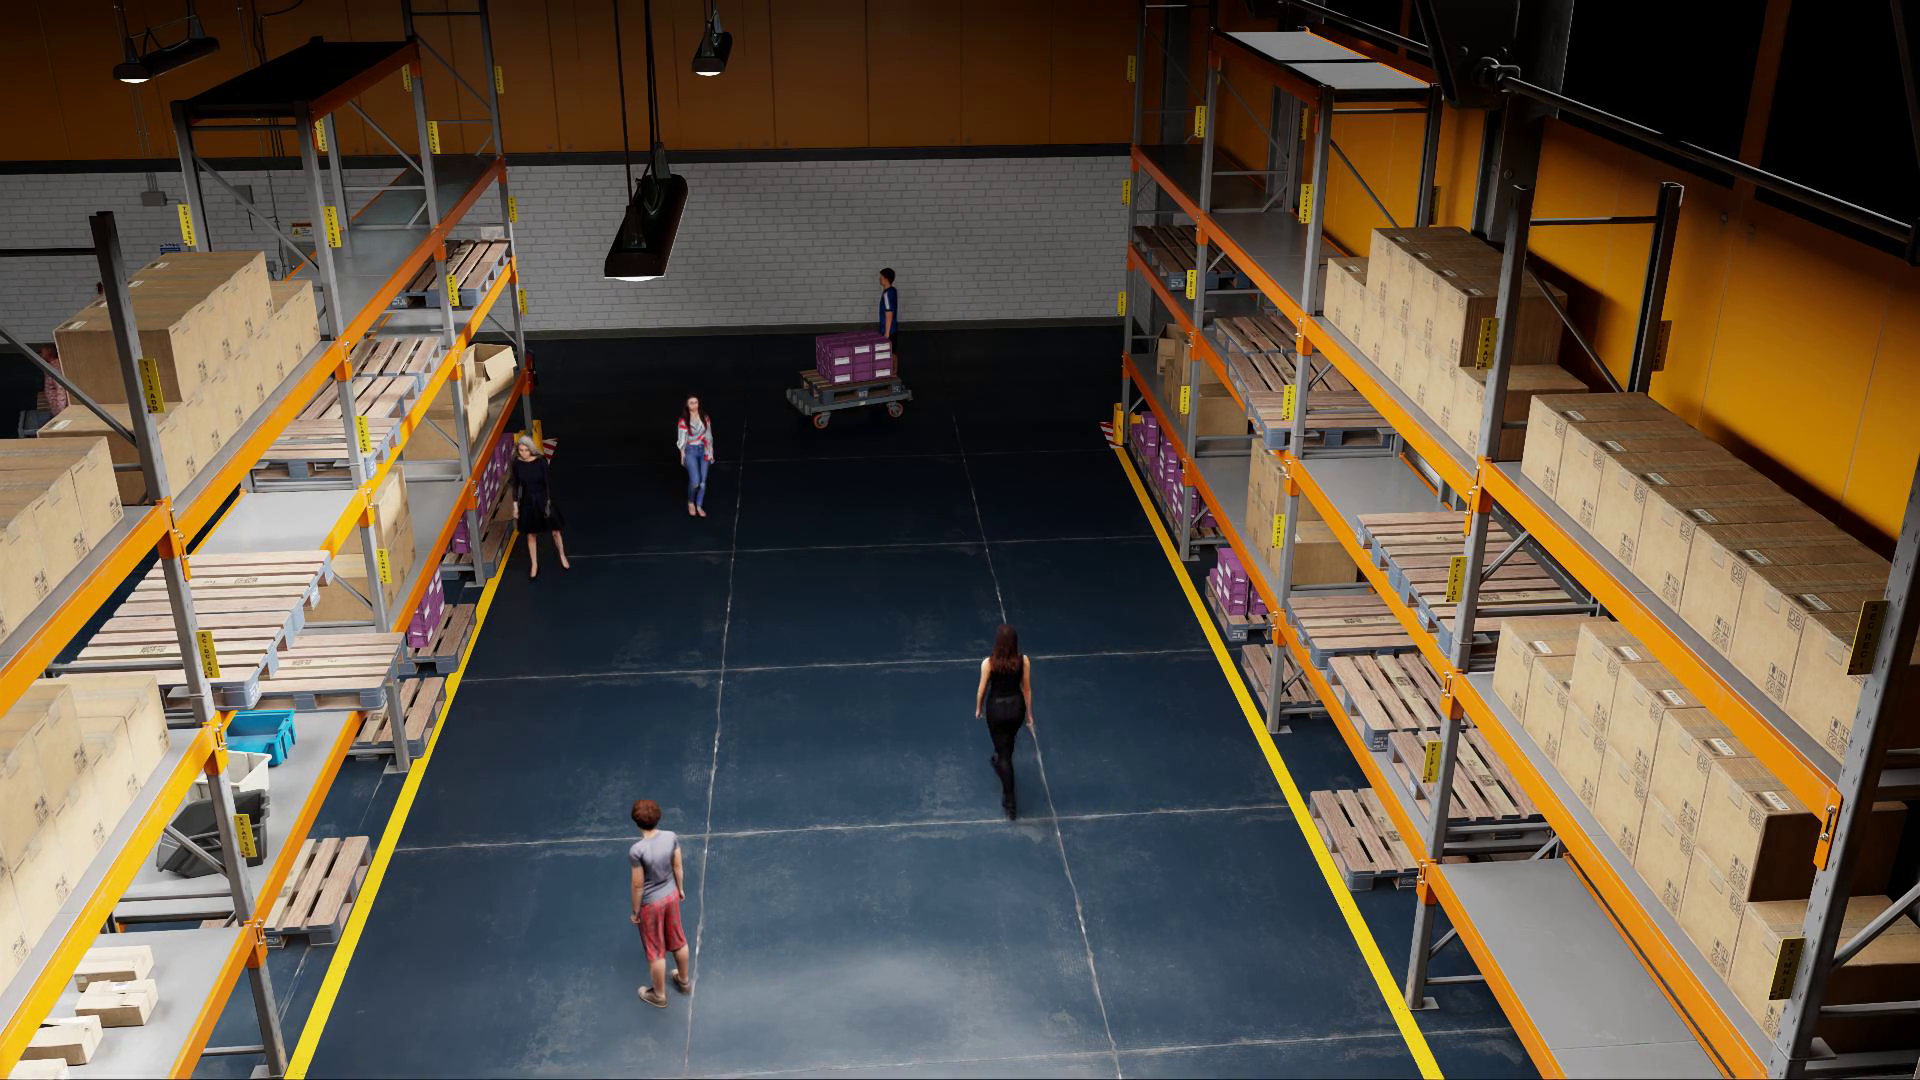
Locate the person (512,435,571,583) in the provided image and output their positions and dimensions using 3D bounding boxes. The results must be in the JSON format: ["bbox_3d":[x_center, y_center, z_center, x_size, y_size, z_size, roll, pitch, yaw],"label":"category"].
[{"bbox_3d":[-4.773,-0.370,18.686,0.738,1.739,0.693,0,24,-1],"label":"person"}]

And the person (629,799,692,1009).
[{"bbox_3d":[-2.175,2.607,11.987,0.677,1.649,0.709,-20,30,-38],"label":"person"}]

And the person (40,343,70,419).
[{"bbox_3d":[-11.615,-1.693,21.627,0.800,1.808,0.622,-8,25,-18],"label":"person"}]

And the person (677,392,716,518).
[{"bbox_3d":[-3.274,-1.074,20.465,0.688,1.604,0.708,-15,28,-31],"label":"person"}]

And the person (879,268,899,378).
[{"bbox_3d":[-1.055,-3.169,24.932,0.734,1.866,0.556,1,24,2],"label":"person"}]

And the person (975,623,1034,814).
[{"bbox_3d":[0.407,1.560,14.389,0.738,1.644,1.171,-6,24,-13],"label":"person"}]
